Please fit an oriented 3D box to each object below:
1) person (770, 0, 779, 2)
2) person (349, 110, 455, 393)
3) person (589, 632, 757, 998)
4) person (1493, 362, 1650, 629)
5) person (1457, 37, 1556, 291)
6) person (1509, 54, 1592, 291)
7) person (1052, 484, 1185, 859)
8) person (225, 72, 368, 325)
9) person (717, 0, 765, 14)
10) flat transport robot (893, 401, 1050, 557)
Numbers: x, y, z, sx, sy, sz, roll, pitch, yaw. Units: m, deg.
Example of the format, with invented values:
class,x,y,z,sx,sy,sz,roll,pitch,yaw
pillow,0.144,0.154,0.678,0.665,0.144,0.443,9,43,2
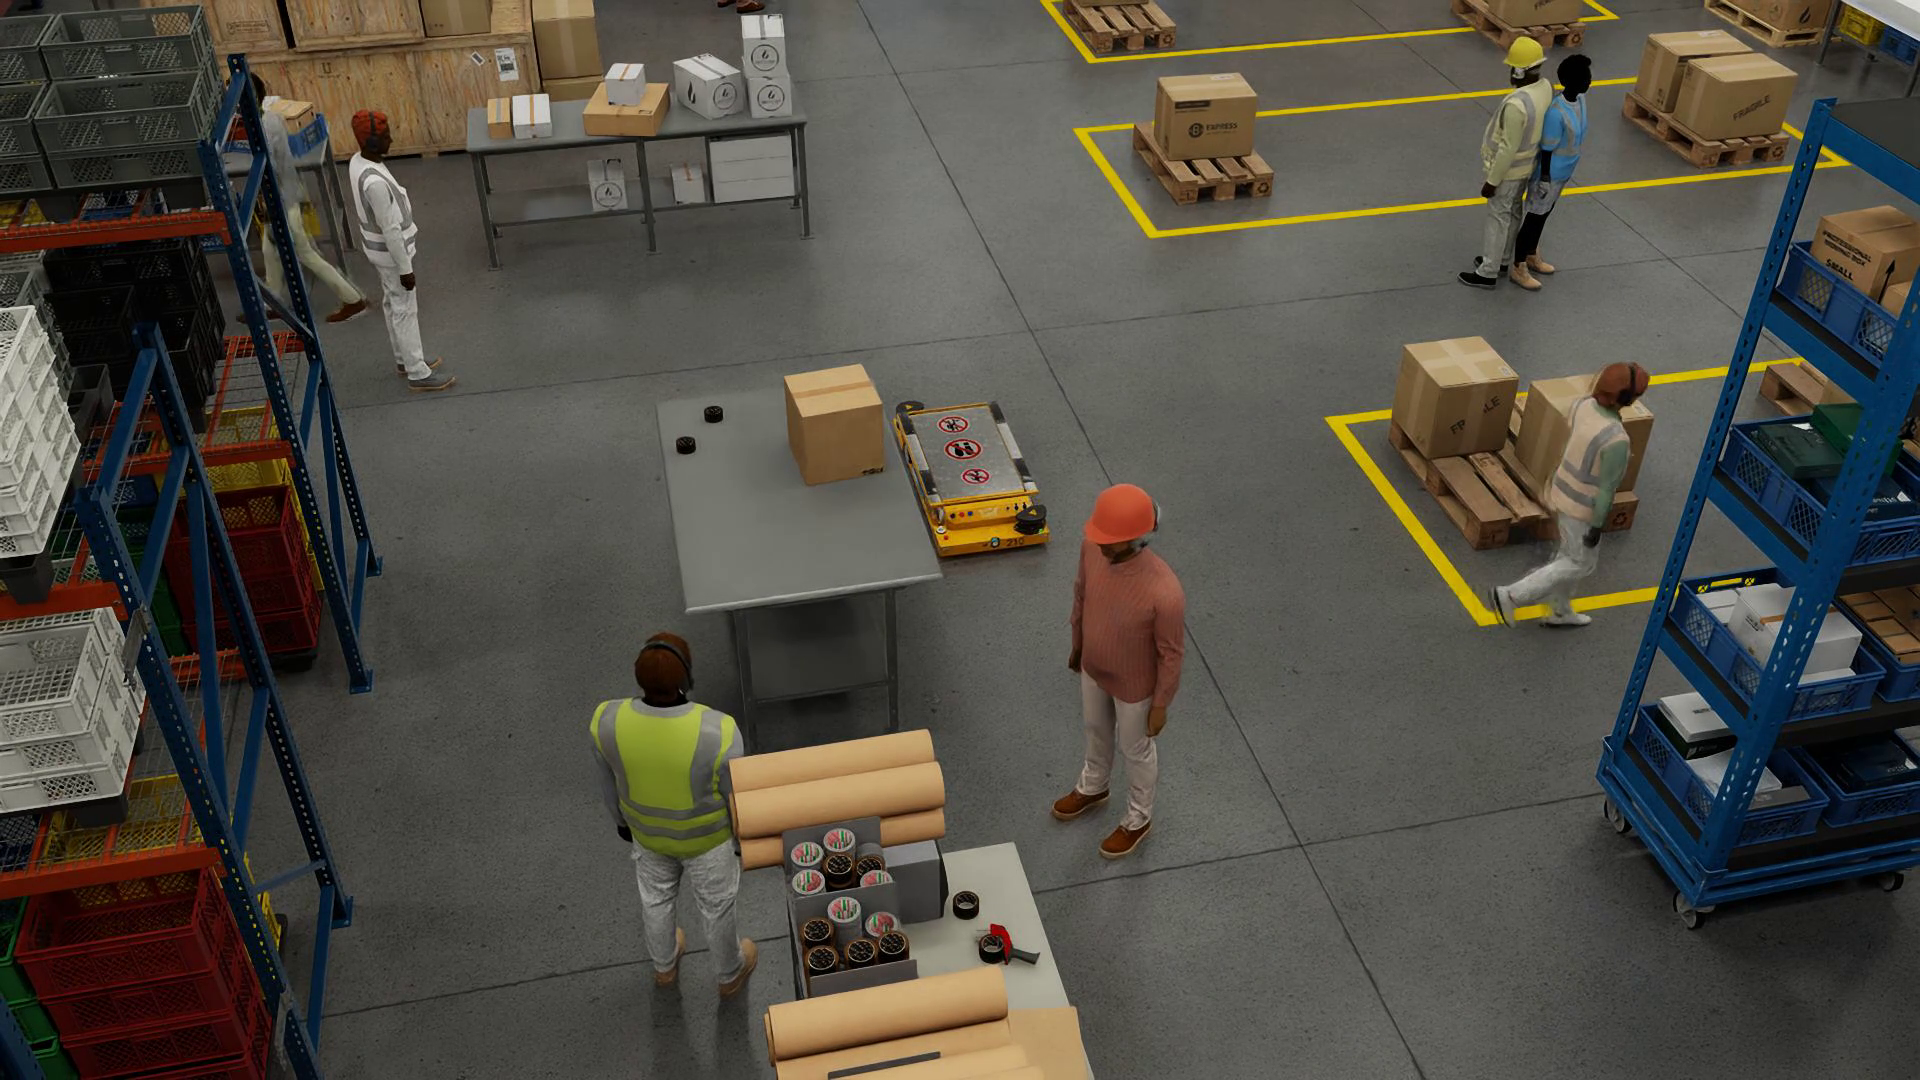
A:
class,x,y,z,sx,sy,sz,roll,pitch,yaw
person,-1.984,-6.394,16.780,0.673,1.881,0.514,4,37,6
person,-3.627,-1.845,10.667,0.356,1.887,0.573,-19,41,-23
person,-1.114,1.131,6.714,0.628,1.835,0.429,6,37,8
person,3.179,-0.197,8.668,0.509,1.617,0.530,-1,37,-1
person,3.892,-2.667,11.824,0.403,1.822,0.588,25,44,30
person,4.238,-2.635,11.883,0.318,1.700,0.535,23,42,28
person,0.688,0.578,7.322,0.400,1.989,0.623,-25,43,-29
person,-4.652,-2.296,11.327,0.889,1.830,0.548,-12,38,-16
person,-2.288,-6.254,16.580,0.638,1.904,0.402,30,46,34
flat transport robot,0.046,-0.430,10.108,0.652,0.197,1.431,-8,37,-10
